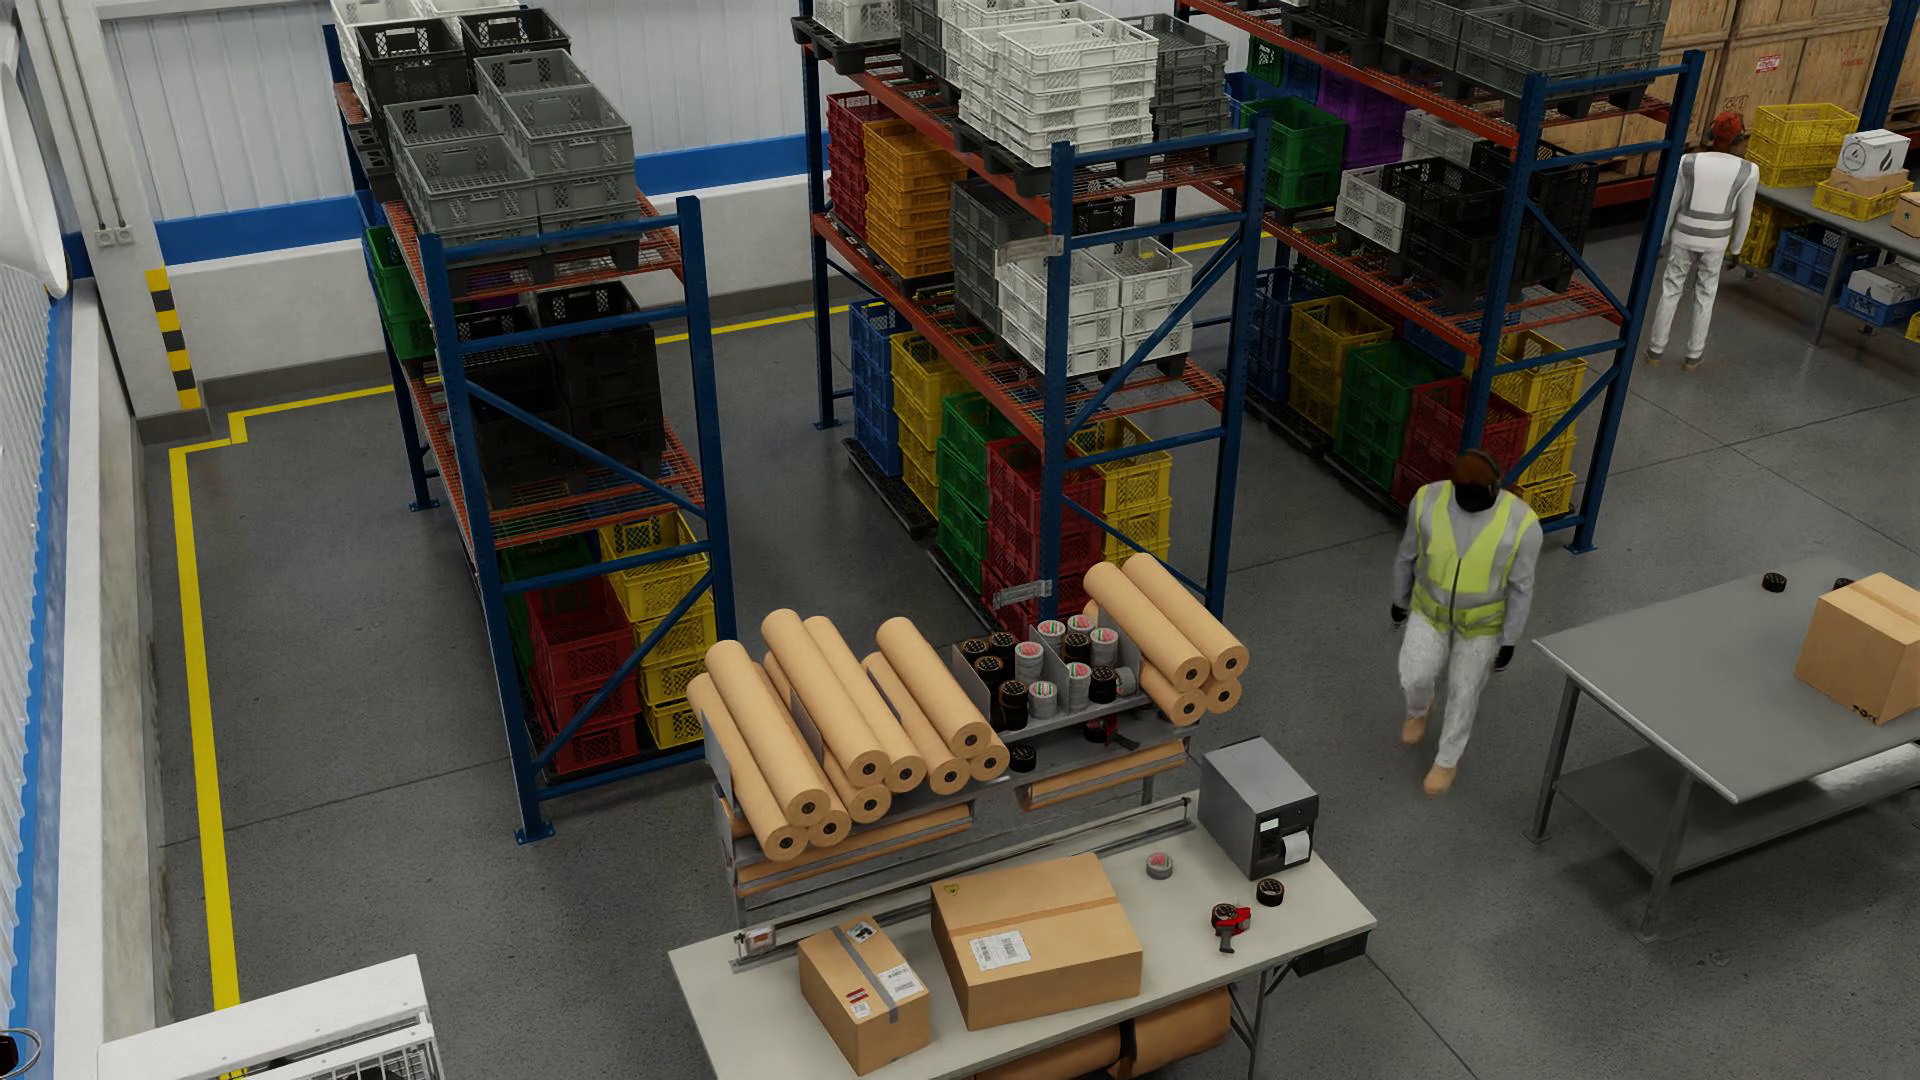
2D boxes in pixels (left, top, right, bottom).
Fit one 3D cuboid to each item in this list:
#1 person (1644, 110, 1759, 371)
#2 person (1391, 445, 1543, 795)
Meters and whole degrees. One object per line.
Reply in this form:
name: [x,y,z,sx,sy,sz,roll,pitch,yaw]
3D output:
person: [5.276,-2.124,11.866,0.585,1.882,0.337,13,34,20]
person: [2.373,0.336,7.940,0.660,1.816,0.678,16,35,24]
